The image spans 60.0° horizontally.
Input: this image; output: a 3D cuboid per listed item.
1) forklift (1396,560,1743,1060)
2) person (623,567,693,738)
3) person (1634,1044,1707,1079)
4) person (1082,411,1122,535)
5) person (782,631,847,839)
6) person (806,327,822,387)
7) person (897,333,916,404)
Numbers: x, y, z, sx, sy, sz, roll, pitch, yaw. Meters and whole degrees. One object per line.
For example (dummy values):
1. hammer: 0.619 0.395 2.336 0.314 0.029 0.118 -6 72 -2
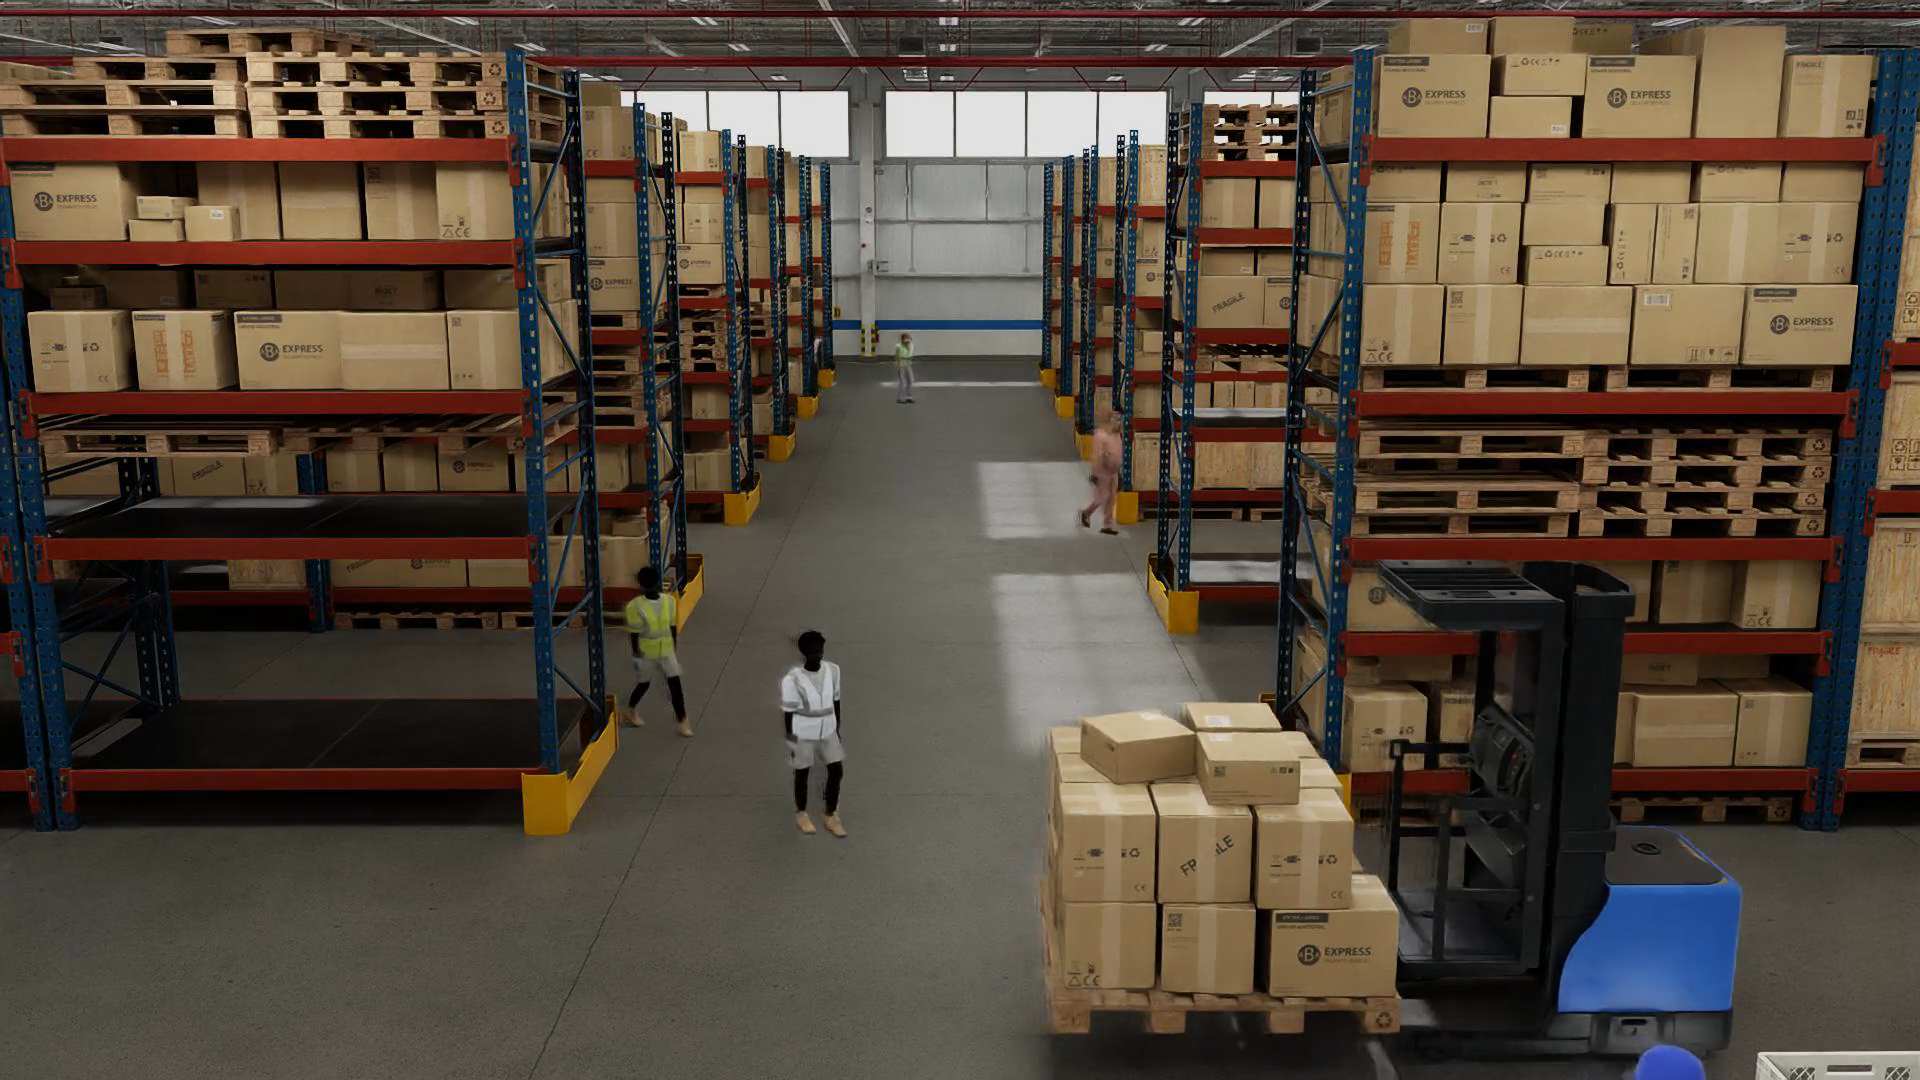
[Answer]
1. forklift: 3.597 1.563 9.951 1.873 2.768 1.129 0 11 -1
2. person: -2.909 1.029 15.662 0.528 1.653 0.758 -8 14 -34
3. person: 2.525 2.763 6.395 0.636 1.921 0.629 5 13 25
4. person: 2.213 -1.036 25.333 0.553 1.878 0.669 10 15 41
5. person: -1.119 1.539 13.042 0.557 1.672 0.611 -7 14 -32
6. person: -3.853 -4.574 42.833 0.626 1.892 0.601 0 11 2
7. person: -1.373 -4.294 41.657 0.579 1.801 0.698 -10 15 -40
